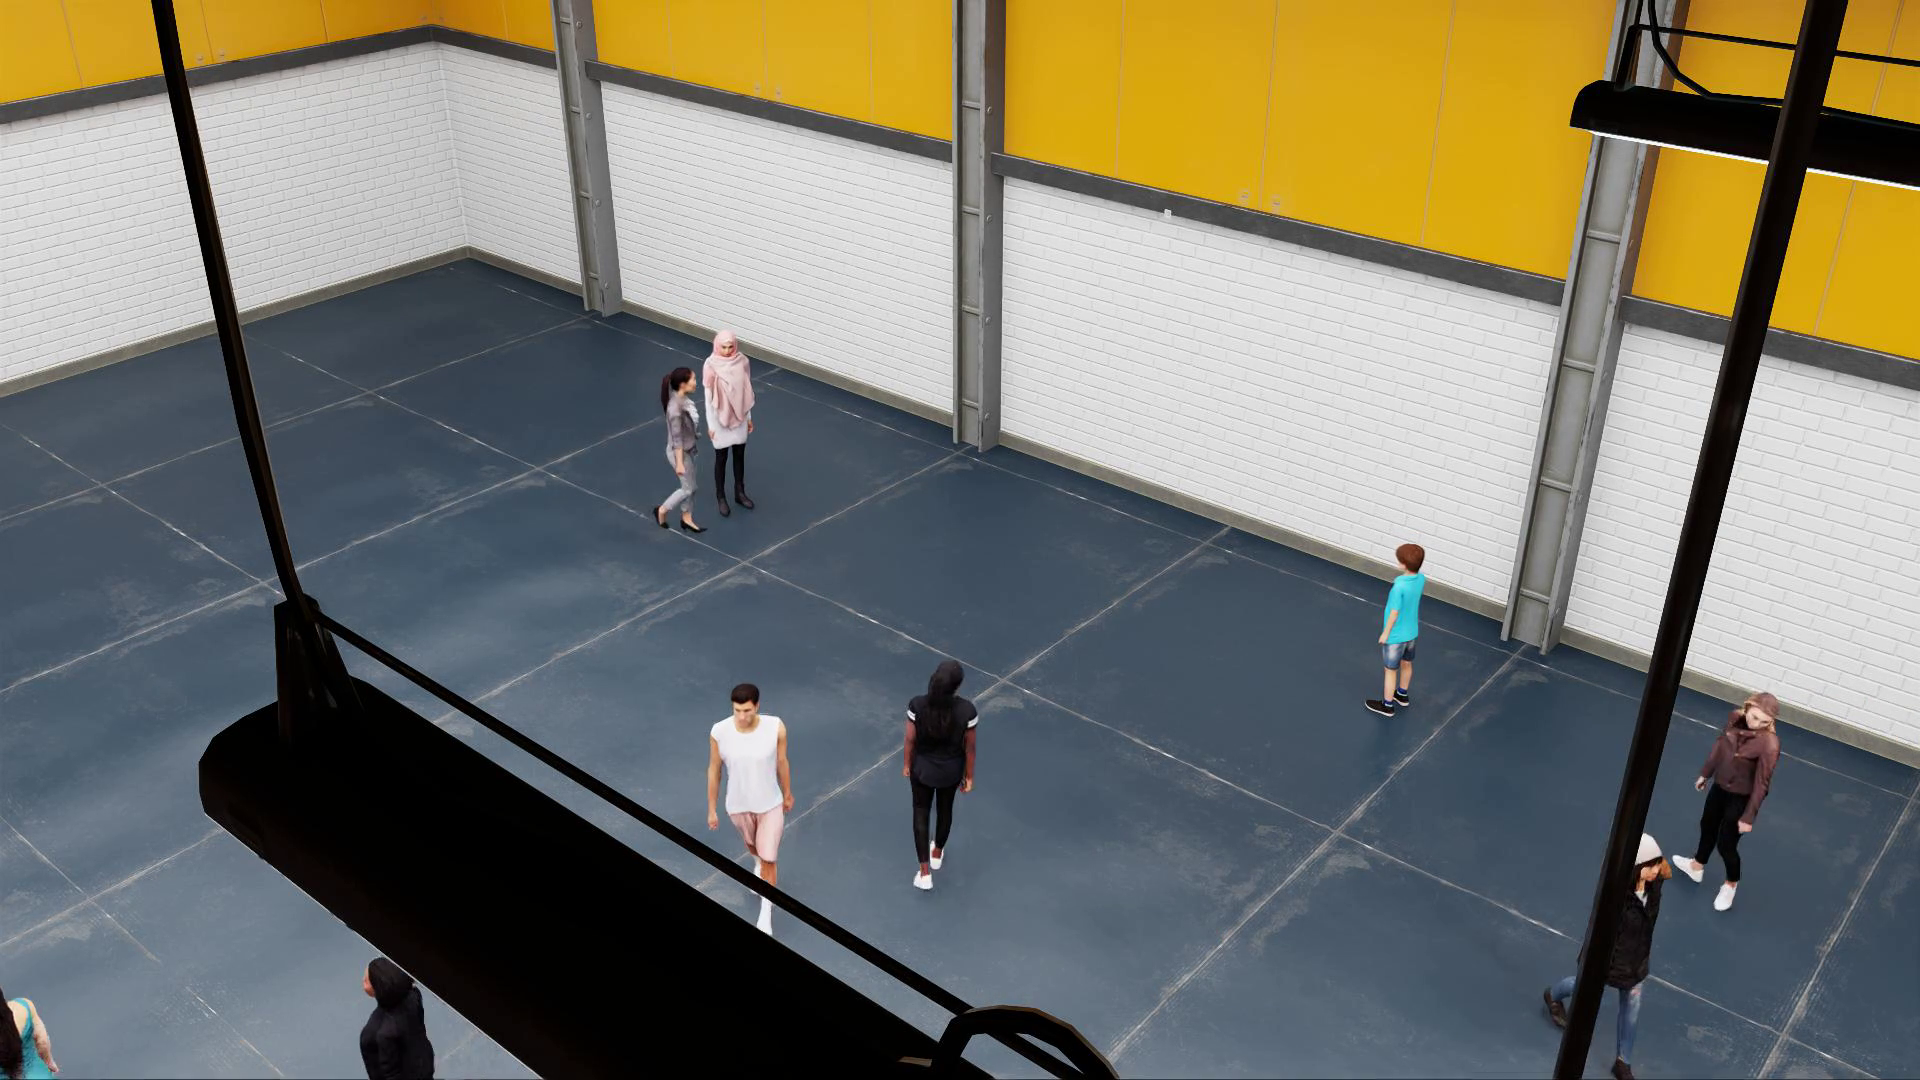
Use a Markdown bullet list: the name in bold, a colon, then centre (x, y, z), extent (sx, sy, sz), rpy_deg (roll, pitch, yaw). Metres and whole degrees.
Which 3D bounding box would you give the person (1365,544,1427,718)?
- **person**: centre (3.372, 0.668, 12.683), extent (0.544, 1.449, 0.519), rpy_deg (-23, 36, -36)

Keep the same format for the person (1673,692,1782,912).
- **person**: centre (4.978, 1.614, 10.705), extent (0.887, 1.683, 0.835), rpy_deg (3, 29, 6)

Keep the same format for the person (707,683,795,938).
- **person**: centre (-1.306, 1.616, 10.650), extent (1.145, 1.734, 1.145), rpy_deg (1, 29, 2)

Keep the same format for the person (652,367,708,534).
- **person**: centre (-2.596, -0.773, 15.105), extent (0.928, 1.660, 0.867), rpy_deg (-2, 29, -3)

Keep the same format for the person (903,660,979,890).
- **person**: centre (-0.126, 1.526, 10.834), extent (0.947, 1.715, 0.997), rpy_deg (-4, 29, -7)

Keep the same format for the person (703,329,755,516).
- **person**: centre (-2.170, -1.121, 15.593), extent (0.701, 1.803, 0.690), rpy_deg (-17, 33, -29)

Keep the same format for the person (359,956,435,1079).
- **person**: centre (-2.753, 2.809, 8.517), extent (1.038, 1.681, 0.891), rpy_deg (3, 29, 5)

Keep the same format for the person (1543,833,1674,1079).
- **person**: centre (3.687, 2.320, 9.497), extent (0.971, 1.601, 1.150), rpy_deg (-10, 30, -17)
